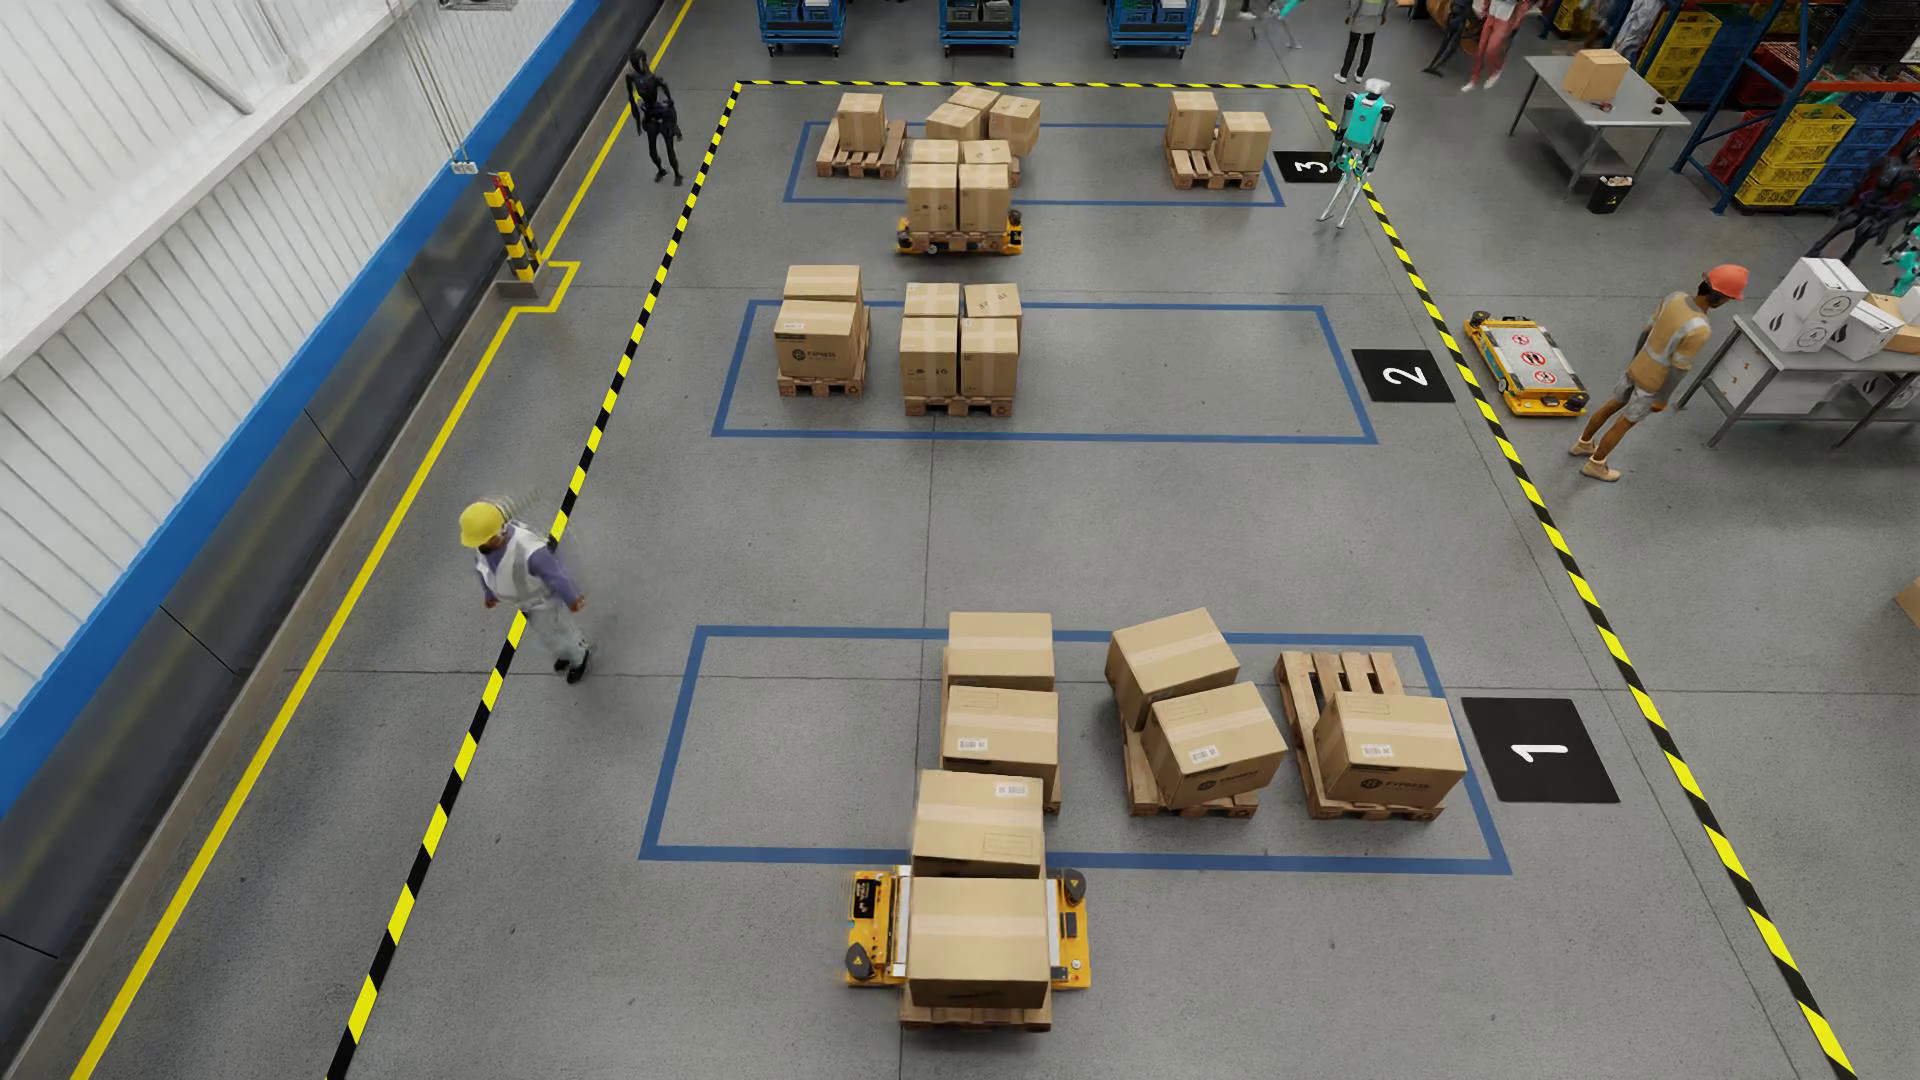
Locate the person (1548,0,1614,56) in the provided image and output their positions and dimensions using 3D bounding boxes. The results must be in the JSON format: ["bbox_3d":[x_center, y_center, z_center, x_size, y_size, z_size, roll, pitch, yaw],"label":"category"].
[{"bbox_3d":[9.215,-7.953,13.254,0.670,2.025,0.636,15,51,12],"label":"person"}]

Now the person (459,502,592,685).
[{"bbox_3d":[-2.922,0.375,6.187,0.609,1.812,0.478,22,53,18],"label":"person"}]

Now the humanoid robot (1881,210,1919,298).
[{"bbox_3d":[9.387,-2.715,8.905,1.012,1.719,0.578,-7,49,-6],"label":"humanoid robot"}]

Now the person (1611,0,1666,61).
[{"bbox_3d":[9.154,-6.825,12.464,0.484,1.744,0.306,-9,50,-8],"label":"person"}]

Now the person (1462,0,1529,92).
[{"bbox_3d":[7.480,-7.242,12.730,0.444,1.893,0.609,-22,53,-18],"label":"person"}]

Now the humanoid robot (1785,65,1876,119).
[{"bbox_3d":[11.169,-5.885,11.654,1.004,1.737,0.543,14,51,12],"label":"humanoid robot"}]

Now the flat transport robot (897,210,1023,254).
[{"bbox_3d":[0.003,-3.582,10.616,1.431,0.197,0.652,1,49,1],"label":"flat transport robot"}]

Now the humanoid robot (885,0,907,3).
[{"bbox_3d":[-1.115,-9.828,15.099,0.599,1.657,0.315,20,52,17],"label":"humanoid robot"}]

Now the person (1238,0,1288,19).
[{"bbox_3d":[4.991,-9.329,14.587,0.958,1.804,0.589,-15,51,-12],"label":"person"}]

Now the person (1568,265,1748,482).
[{"bbox_3d":[5.709,-1.354,7.540,0.387,2.033,0.604,4,49,4],"label":"person"}]

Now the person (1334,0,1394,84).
[{"bbox_3d":[5.755,-7.444,12.929,0.599,1.850,0.390,-2,49,-1],"label":"person"}]

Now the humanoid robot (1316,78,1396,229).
[{"bbox_3d":[4.483,-4.352,10.241,0.533,1.676,0.735,33,57,25],"label":"humanoid robot"}]

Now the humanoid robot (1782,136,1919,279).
[{"bbox_3d":[9.400,-3.365,9.523,0.590,1.639,0.608,-16,51,-13],"label":"humanoid robot"}]

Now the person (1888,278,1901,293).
[{"bbox_3d":[10.257,-3.304,9.309,0.552,1.904,0.512,-20,52,-16],"label":"person"}]

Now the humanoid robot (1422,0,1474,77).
[{"bbox_3d":[7.135,-7.531,13.128,0.391,1.644,0.584,10,50,8],"label":"humanoid robot"}]

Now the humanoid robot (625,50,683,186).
[{"bbox_3d":[-3.615,-5.024,10.958,0.590,1.640,0.419,7,50,6],"label":"humanoid robot"}]

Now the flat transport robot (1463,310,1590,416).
[{"bbox_3d":[5.573,-1.757,9.054,0.659,0.231,1.431,1,49,1],"label":"flat transport robot"}]

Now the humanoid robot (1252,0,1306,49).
[{"bbox_3d":[4.953,-8.399,13.846,0.955,1.777,0.558,15,51,13],"label":"humanoid robot"}]

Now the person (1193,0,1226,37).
[{"bbox_3d":[3.984,-8.788,14.100,0.626,1.844,0.429,22,53,18],"label":"person"}]

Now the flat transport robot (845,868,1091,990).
[{"bbox_3d":[0.054,2.317,5.510,1.431,0.197,0.652,1,49,1],"label":"flat transport robot"}]

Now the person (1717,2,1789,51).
[{"bbox_3d":[11.932,-7.912,13.367,0.930,1.804,0.513,12,50,10],"label":"person"}]
